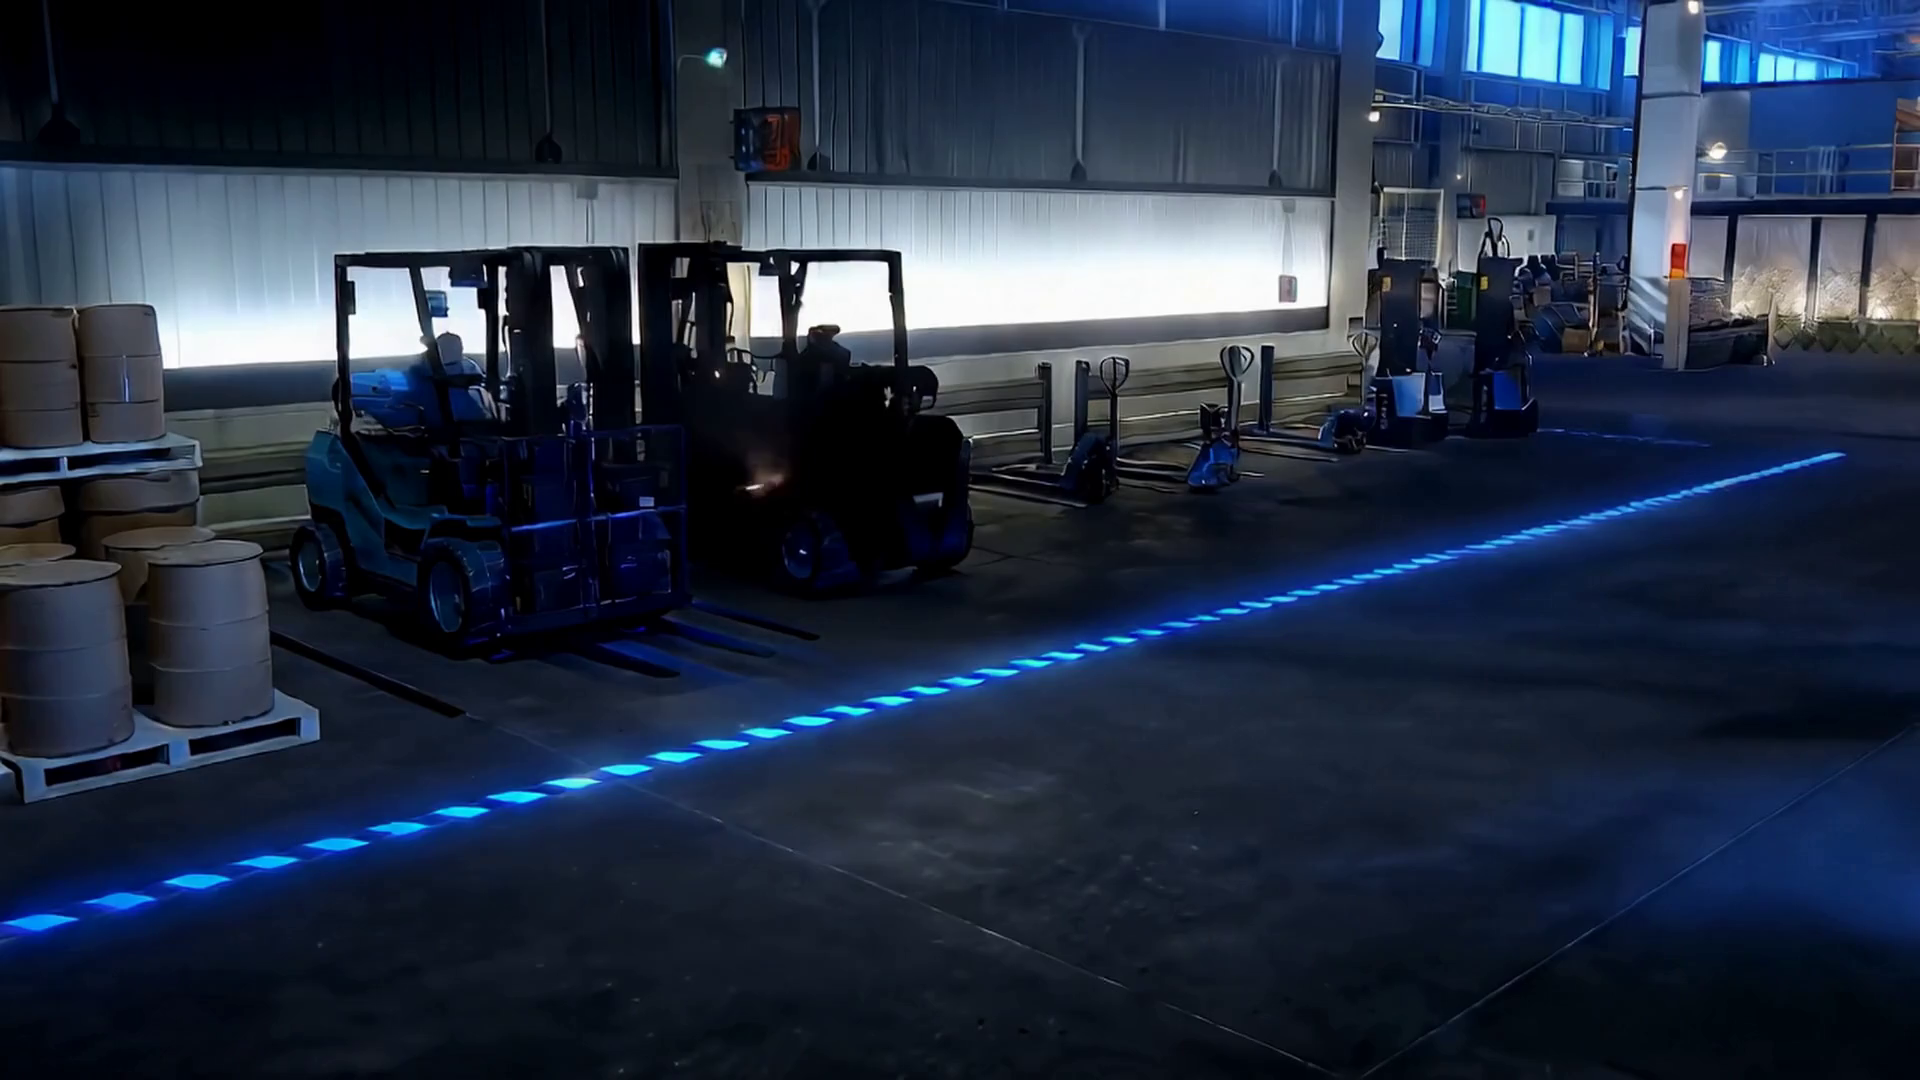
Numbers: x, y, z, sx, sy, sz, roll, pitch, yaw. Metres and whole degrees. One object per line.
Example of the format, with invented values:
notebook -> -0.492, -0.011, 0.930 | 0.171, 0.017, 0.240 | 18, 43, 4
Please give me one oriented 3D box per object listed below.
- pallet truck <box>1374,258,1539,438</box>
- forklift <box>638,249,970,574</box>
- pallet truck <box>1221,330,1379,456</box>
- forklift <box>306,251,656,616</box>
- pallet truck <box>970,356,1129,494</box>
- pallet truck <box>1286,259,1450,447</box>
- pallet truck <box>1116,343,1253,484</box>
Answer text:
pallet truck -> 5.704, -2.208, 18.901 | 1.885, 1.965, 0.823 | 10, 14, 43
forklift -> -1.173, -0.958, 11.239 | 2.680, 1.987, 1.157 | 10, 14, 43
pallet truck -> 3.563, -1.581, 17.381 | 0.653, 1.274, 1.630 | -10, 14, -44
forklift -> -2.833, -0.669, 9.694 | 1.157, 1.987, 2.680 | -10, 14, -44
pallet truck -> 0.784, -1.085, 14.876 | 0.680, 1.201, 1.601 | -10, 14, -44
pallet truck -> 4.493, -2.078, 18.196 | 0.823, 1.965, 1.885 | -9, 14, -40
pallet truck -> 1.962, -1.215, 15.415 | 1.522, 1.261, 0.704 | 10, 14, 43
